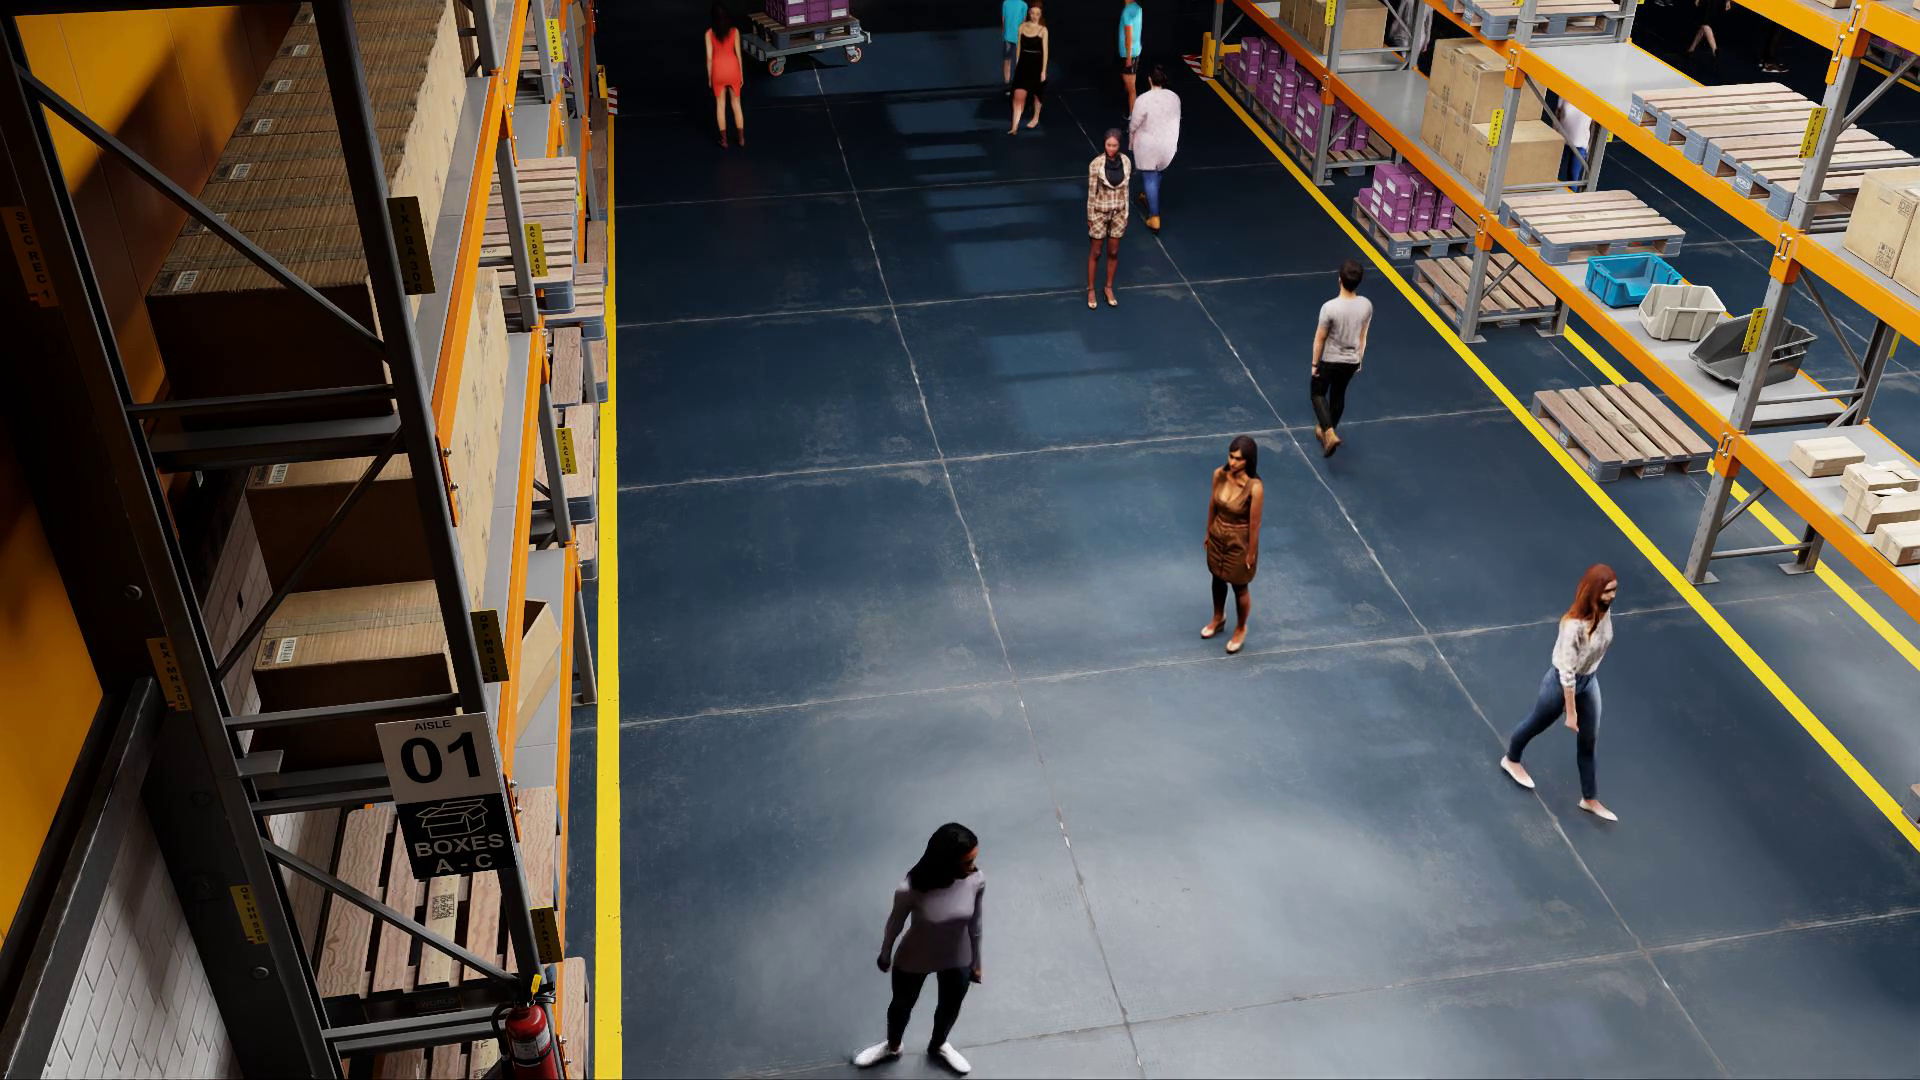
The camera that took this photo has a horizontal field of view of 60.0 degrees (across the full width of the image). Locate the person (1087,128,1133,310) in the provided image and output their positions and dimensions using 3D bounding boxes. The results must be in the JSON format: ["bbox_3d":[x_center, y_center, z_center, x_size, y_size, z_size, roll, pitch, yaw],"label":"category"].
[{"bbox_3d":[1.405,-3.065,15.841,0.589,1.792,0.552,-8,35,-12],"label":"person"}]

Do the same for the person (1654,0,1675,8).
[{"bbox_3d":[10.556,-8.529,24.577,0.543,1.223,0.505,-10,35,-14],"label":"person"}]

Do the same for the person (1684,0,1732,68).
[{"bbox_3d":[9.980,-7.050,21.915,0.665,1.706,1.061,-4,34,-6],"label":"person"}]

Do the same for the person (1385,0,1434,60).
[{"bbox_3d":[5.552,-6.062,20.390,0.605,1.749,0.877,-6,34,-9],"label":"person"}]

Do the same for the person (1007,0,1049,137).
[{"bbox_3d":[0.901,-5.672,19.951,0.948,1.584,1.128,14,36,20],"label":"person"}]

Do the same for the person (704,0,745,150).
[{"bbox_3d":[-2.745,-5.446,19.489,0.603,1.720,0.559,-10,35,-14],"label":"person"}]

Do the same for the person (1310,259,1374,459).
[{"bbox_3d":[3.079,-1.437,13.469,0.600,1.707,0.879,-5,34,-7],"label":"person"}]

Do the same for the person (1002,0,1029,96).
[{"bbox_3d":[0.670,-6.392,21.180,0.799,1.424,0.951,11,35,16],"label":"person"}]

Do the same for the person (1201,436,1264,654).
[{"bbox_3d":[1.854,0.022,11.295,0.706,1.684,0.614,-28,42,-35],"label":"person"}]

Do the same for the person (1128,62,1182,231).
[{"bbox_3d":[2.072,-4.112,17.503,0.750,1.697,1.115,-9,35,-13],"label":"person"}]

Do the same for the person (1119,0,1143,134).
[{"bbox_3d":[2.082,-5.819,20.026,0.896,1.748,0.632,-1,34,-1],"label":"person"}]

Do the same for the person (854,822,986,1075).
[{"bbox_3d":[-0.189,2.034,8.239,0.818,1.716,0.581,-1,34,-1],"label":"person"}]

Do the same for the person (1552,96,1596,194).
[{"bbox_3d":[6.473,-4.187,17.627,0.685,1.684,0.711,15,36,21],"label":"person"}]

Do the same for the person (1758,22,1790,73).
[{"bbox_3d":[10.895,-7.130,21.905,0.802,1.850,0.679,9,35,13],"label":"person"}]

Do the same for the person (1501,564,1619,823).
[{"bbox_3d":[3.606,0.840,10.053,0.836,1.697,1.106,-17,37,-24],"label":"person"}]
